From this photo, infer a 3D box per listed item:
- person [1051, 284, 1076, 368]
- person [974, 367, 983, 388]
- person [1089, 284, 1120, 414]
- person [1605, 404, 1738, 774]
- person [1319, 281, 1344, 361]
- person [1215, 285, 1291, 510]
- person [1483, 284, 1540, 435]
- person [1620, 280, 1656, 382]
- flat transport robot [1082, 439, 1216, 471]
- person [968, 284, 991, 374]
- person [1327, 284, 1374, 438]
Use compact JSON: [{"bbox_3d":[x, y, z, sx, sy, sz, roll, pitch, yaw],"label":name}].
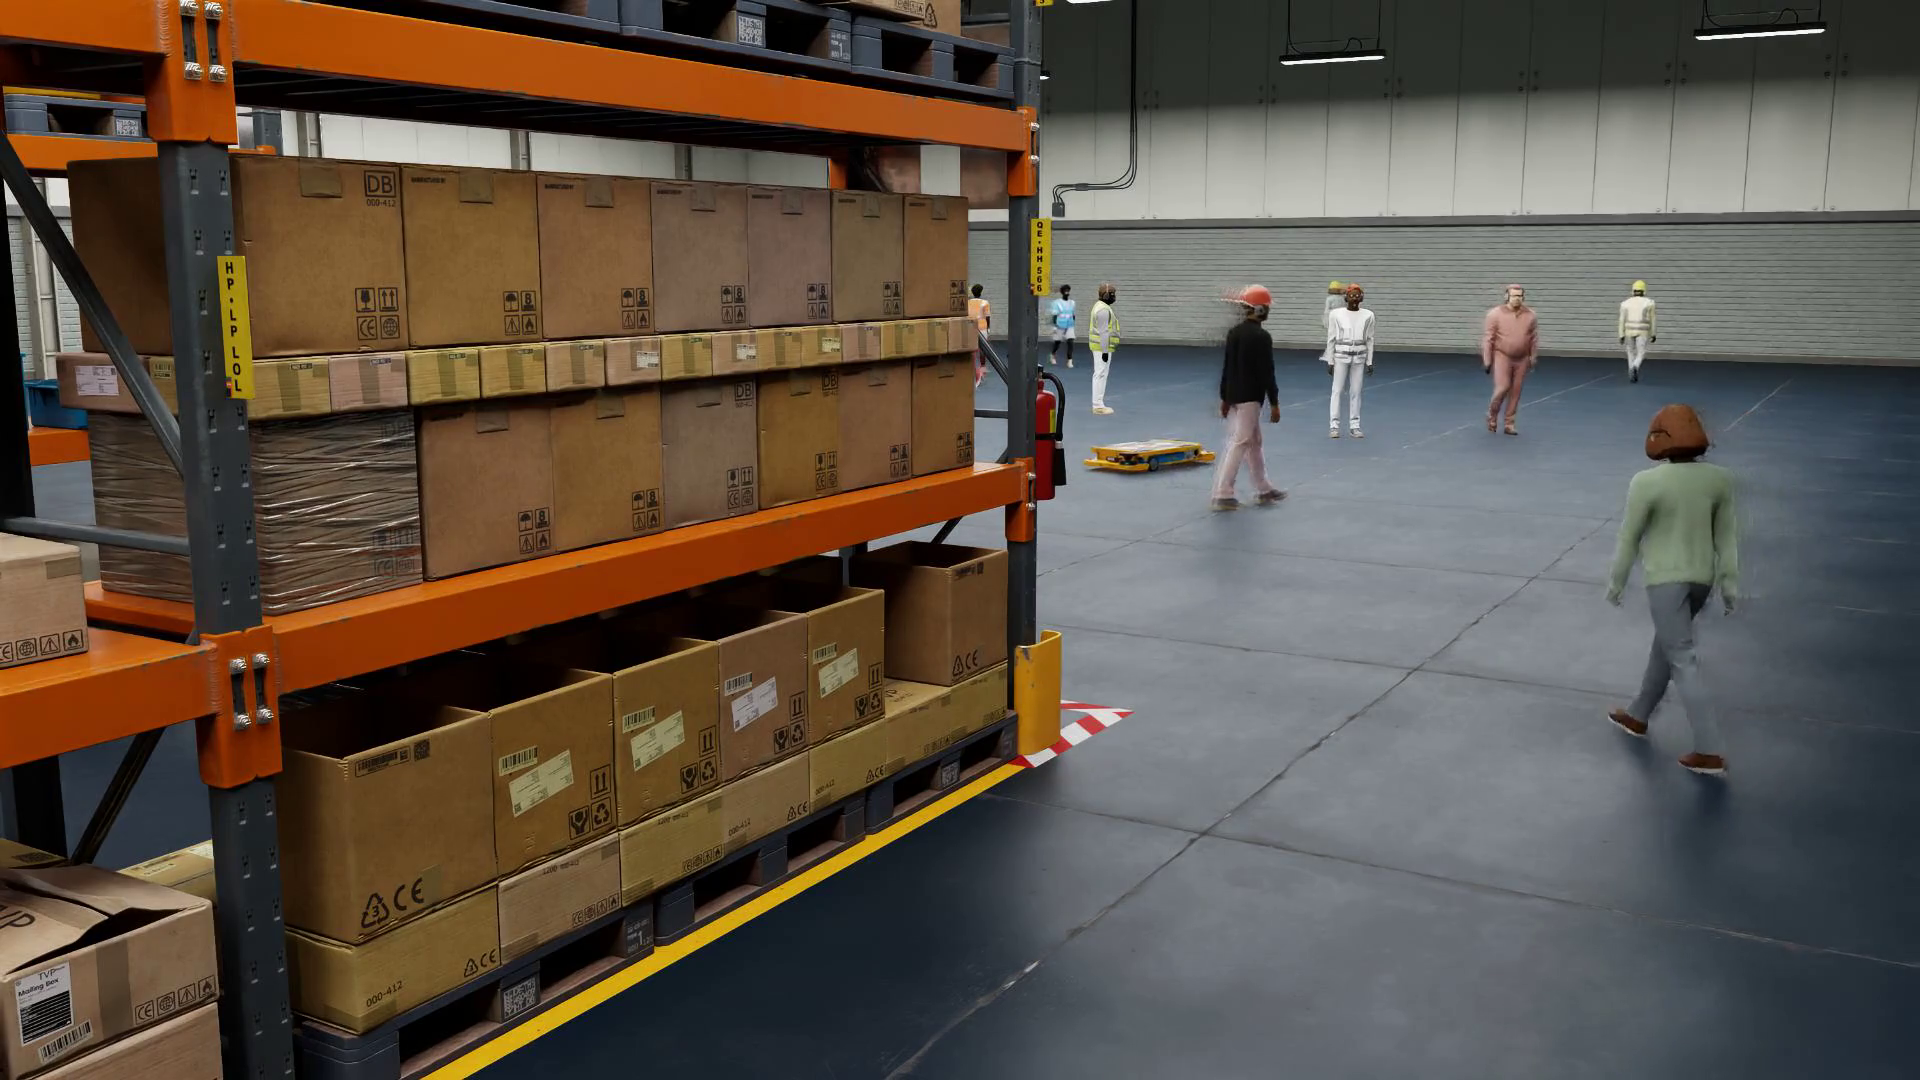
[{"bbox_3d":[2.067,-4.296,33.339,0.539,1.678,0.701,-3,10,-19],"label":"person"},{"bbox_3d":[-0.003,-3.325,27.503,0.745,1.740,0.524,-6,12,-33],"label":"person"},{"bbox_3d":[2.042,-2.691,23.518,0.430,1.836,0.629,0,10,0],"label":"person"},{"bbox_3d":[3.158,0.191,7.366,0.504,1.573,0.872,-3,10,-17],"label":"person"},{"bbox_3d":[7.935,-4.612,35.147,0.497,1.700,0.915,-6,12,-33],"label":"person"},{"bbox_3d":[2.634,-1.245,14.647,0.941,1.958,0.647,-3,10,-19],"label":"person"},{"bbox_3d":[6.890,-2.243,20.739,0.640,1.887,0.436,-1,10,-4],"label":"person"},{"bbox_3d":[11.873,-3.652,29.179,0.601,1.814,0.682,8,13,40],"label":"person"},{"bbox_3d":[2.016,-0.910,17.638,1.431,0.197,0.652,-9,13,-43],"label":"flat transport robot"},{"bbox_3d":[0.327,-4.006,31.595,0.541,1.697,0.316,3,10,16],"label":"person"},{"bbox_3d":[4.791,-2.192,20.433,0.572,1.883,0.354,0,10,-1],"label":"person"}]
